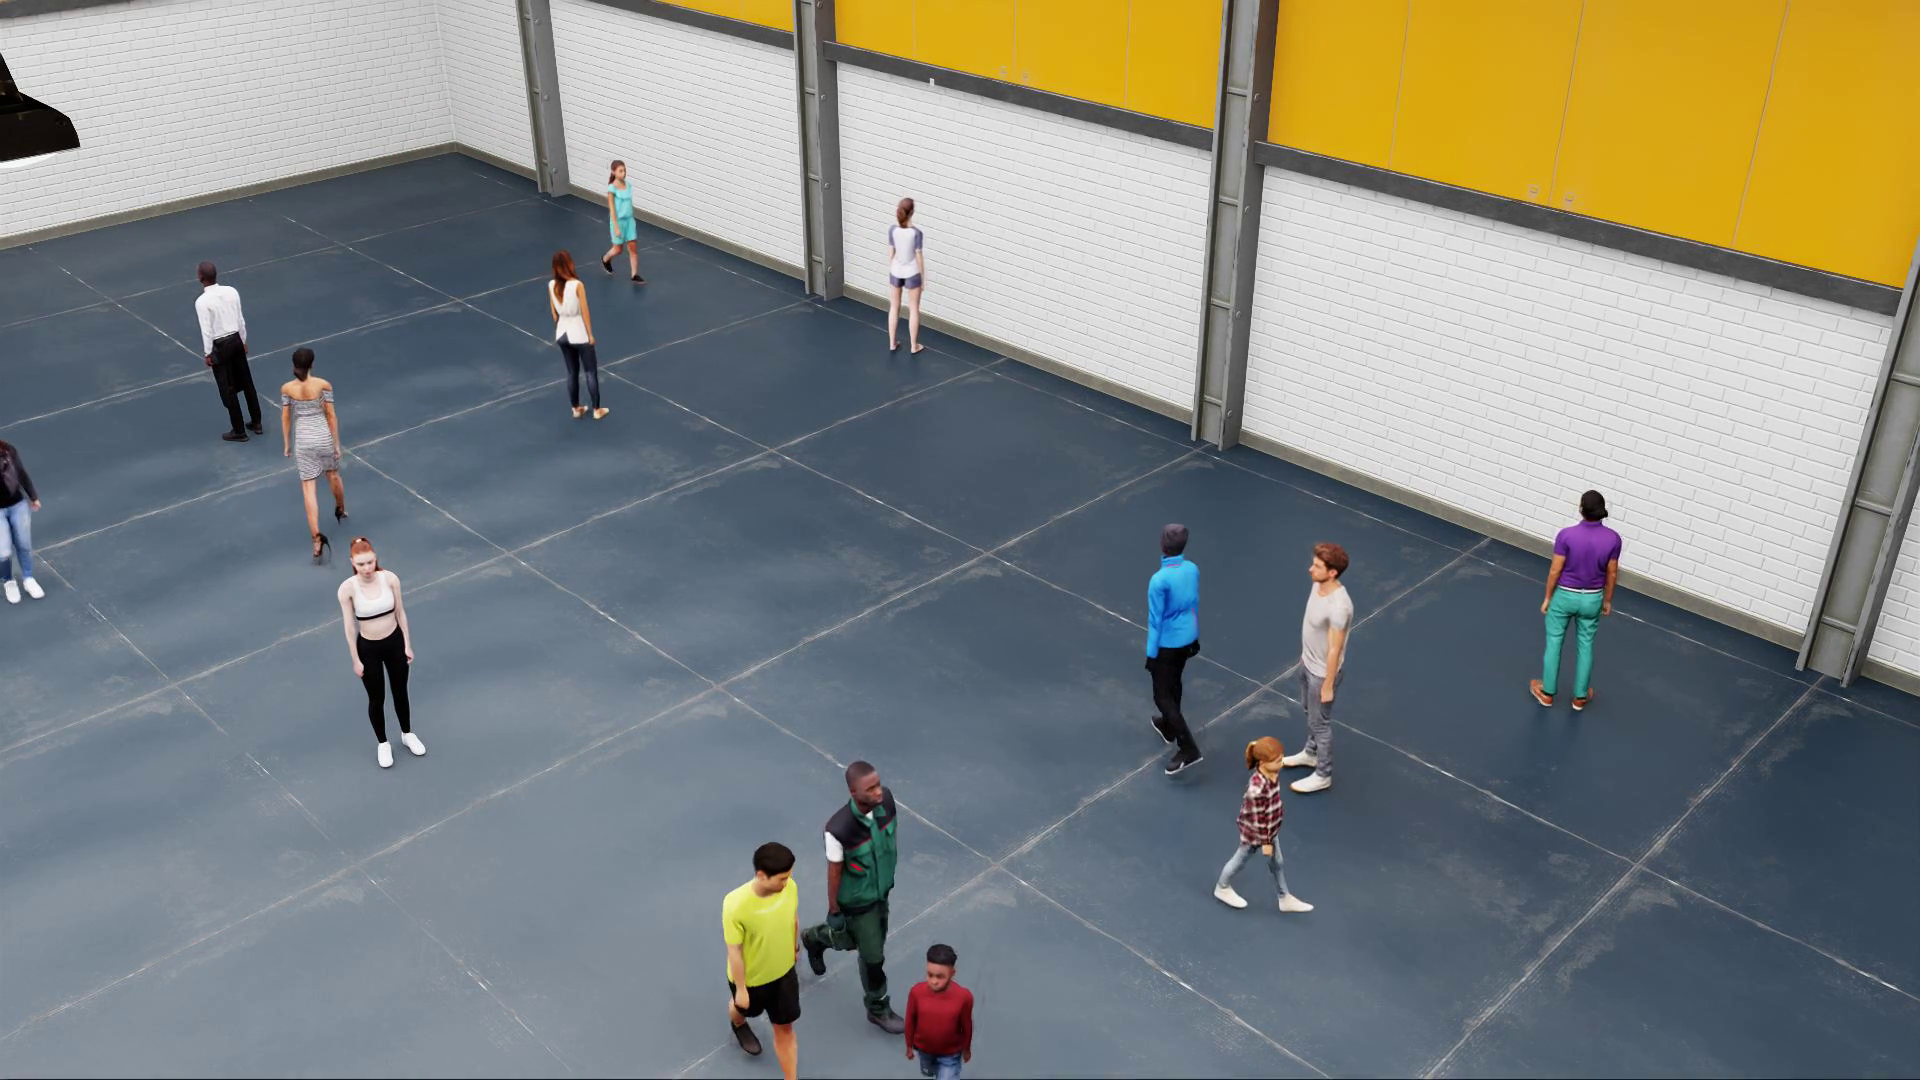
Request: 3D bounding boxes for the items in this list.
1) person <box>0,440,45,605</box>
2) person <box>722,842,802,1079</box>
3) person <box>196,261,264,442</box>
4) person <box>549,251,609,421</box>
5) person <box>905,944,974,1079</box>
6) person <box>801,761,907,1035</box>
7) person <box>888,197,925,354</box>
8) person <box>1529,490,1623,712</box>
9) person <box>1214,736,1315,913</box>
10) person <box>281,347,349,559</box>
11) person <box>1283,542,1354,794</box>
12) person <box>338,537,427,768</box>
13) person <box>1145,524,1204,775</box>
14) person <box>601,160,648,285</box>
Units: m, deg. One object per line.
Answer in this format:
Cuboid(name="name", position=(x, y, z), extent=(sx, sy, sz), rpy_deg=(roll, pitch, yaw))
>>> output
Cuboid(name="person", position=(-7.916, -0.264, 13.727), extent=(0.594, 1.624, 0.649), rpy_deg=(23, 36, 36))
Cuboid(name="person", position=(-1.129, 2.273, 9.044), extent=(0.780, 1.653, 1.141), rpy_deg=(-18, 33, -30))
Cuboid(name="person", position=(-7.255, -1.873, 16.456), extent=(0.636, 1.837, 0.694), rpy_deg=(15, 32, 25))
Cuboid(name="person", position=(-3.939, -2.036, 16.817), extent=(0.668, 1.777, 0.795), rpy_deg=(11, 30, 19))
Cuboid(name="person", position=(-0.098, 2.621, 8.834), extent=(0.860, 1.245, 0.834), rpy_deg=(6, 29, 12))
Cuboid(name="person", position=(-0.623, 1.973, 9.427), extent=(1.118, 1.814, 0.809), rpy_deg=(20, 34, 32))
Cuboid(name="person", position=(-0.599, -2.938, 18.482), extent=(0.622, 1.765, 0.729), rpy_deg=(8, 30, 15))
Cuboid(name="person", position=(4.577, 0.446, 12.277), extent=(0.732, 1.767, 0.824), rpy_deg=(6, 29, 10))
Cuboid(name="person", position=(1.791, 1.769, 10.363), extent=(0.892, 1.277, 0.645), rpy_deg=(18, 33, 30))
Cuboid(name="person", position=(-5.602, -0.727, 14.431), extent=(1.009, 1.763, 1.222), rpy_deg=(-9, 30, -16))
Cuboid(name="person", position=(2.487, 0.858, 11.391), extent=(0.796, 1.892, 0.713), rpy_deg=(-2, 29, -4))
Cuboid(name="person", position=(-4.079, 0.773, 11.702), extent=(0.616, 1.742, 0.569), rpy_deg=(-19, 34, -31))
Cuboid(name="person", position=(1.552, 0.750, 11.718), extent=(0.925, 1.769, 0.739), rpy_deg=(25, 37, 38))
Cuboid(name="person", position=(-4.221, -3.927, 20.528), extent=(0.942, 1.542, 0.582), rpy_deg=(21, 35, 34))
